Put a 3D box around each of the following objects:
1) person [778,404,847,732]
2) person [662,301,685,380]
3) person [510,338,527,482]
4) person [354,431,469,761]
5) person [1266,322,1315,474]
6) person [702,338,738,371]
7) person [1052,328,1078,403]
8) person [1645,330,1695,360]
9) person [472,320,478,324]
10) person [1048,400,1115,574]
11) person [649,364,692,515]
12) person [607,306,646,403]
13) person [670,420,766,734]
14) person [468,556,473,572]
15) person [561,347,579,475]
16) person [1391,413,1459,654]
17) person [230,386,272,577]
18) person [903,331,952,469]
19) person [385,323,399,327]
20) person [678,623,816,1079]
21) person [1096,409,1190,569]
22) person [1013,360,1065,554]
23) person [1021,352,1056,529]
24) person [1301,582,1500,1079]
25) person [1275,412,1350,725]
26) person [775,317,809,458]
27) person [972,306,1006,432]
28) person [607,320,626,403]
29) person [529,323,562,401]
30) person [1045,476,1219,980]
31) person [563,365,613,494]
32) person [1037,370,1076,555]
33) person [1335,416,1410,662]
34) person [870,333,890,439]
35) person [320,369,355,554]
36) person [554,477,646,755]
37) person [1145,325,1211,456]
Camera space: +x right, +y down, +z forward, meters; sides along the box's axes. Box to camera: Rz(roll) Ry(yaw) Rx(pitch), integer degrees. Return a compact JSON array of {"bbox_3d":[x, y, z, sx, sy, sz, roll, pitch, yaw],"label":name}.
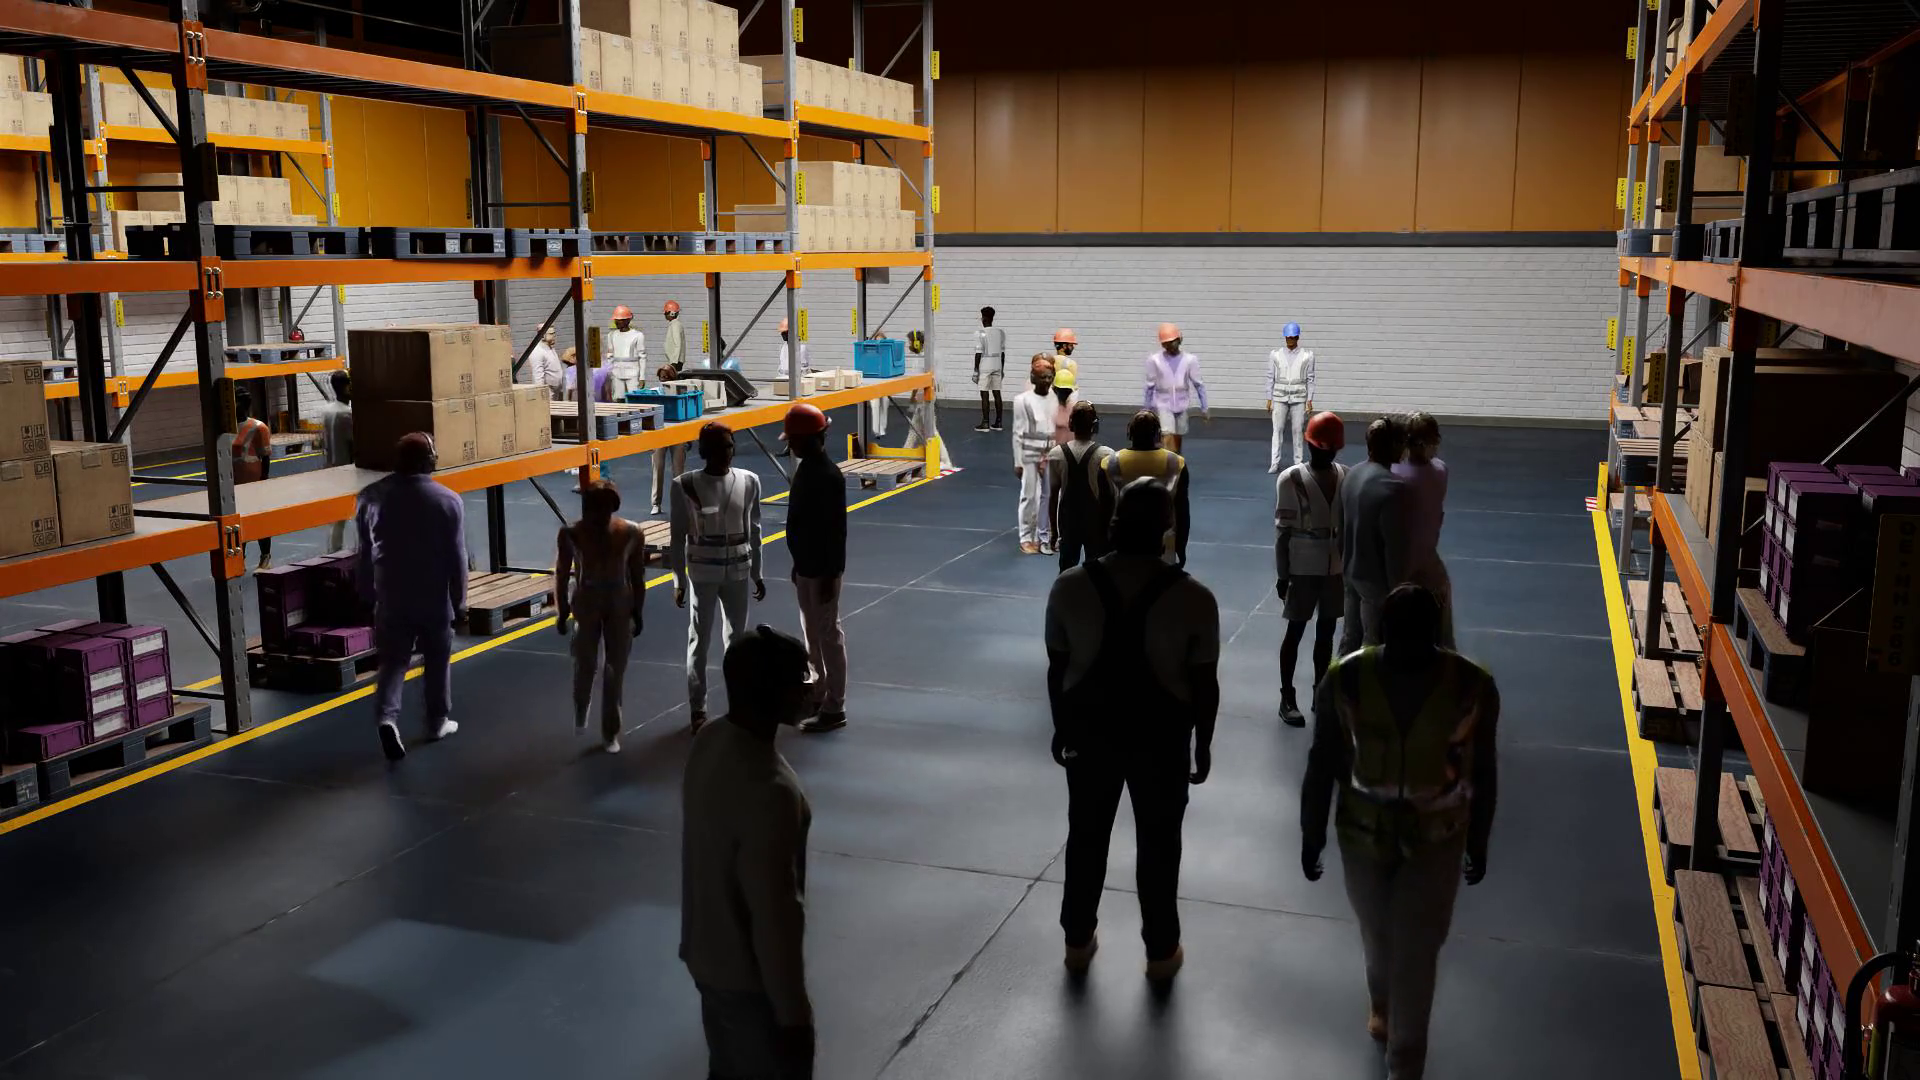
[{"bbox_3d":[-0.890,0.163,10.062,0.397,1.984,0.608,-5,11,-25],"label":"person"},{"bbox_3d":[-4.782,-2.998,27.831,0.381,1.994,0.615,-2,10,-13],"label":"person"},{"bbox_3d":[-5.682,-1.670,20.570,0.597,1.916,0.371,7,12,35],"label":"person"},{"bbox_3d":[-3.140,0.312,9.534,0.670,1.869,0.834,0,10,0],"label":"person"},{"bbox_3d":[4.215,-1.809,21.267,0.615,1.947,0.388,3,10,14],"label":"person"},{"bbox_3d":[-3.292,-1.959,22.881,0.545,1.675,0.419,1,10,4],"label":"person"},{"bbox_3d":[1.213,-1.556,19.880,0.375,1.934,0.547,-9,13,-41],"label":"person"},{"bbox_3d":[8.749,-1.664,20.585,0.638,1.903,0.408,2,10,11],"label":"person"},{"bbox_3d":[-6.357,-2.040,22.635,0.633,1.940,1.060,5,11,28],"label":"person"},{"bbox_3d":[0.868,-0.059,11.704,0.504,1.847,0.345,3,11,18],"label":"person"},{"bbox_3d":[-3.170,-1.089,18.091,0.513,1.637,0.313,-2,10,-9],"label":"person"},{"bbox_3d":[-4.909,-2.414,24.414,0.613,2.039,0.388,3,11,18],"label":"person"},{"bbox_3d":[-1.452,0.221,10.018,0.586,1.882,0.343,-5,11,-27],"label":"person"},{"bbox_3d":[-4.514,-0.408,14.110,0.487,1.696,0.931,4,11,21],"label":"person"},{"bbox_3d":[-4.935,-1.653,21.277,0.282,1.633,0.498,-6,12,-30],"label":"person"},{"bbox_3d":[2.892,0.163,10.333,0.638,1.885,1.011,-7,12,-34],"label":"person"},{"bbox_3d":[-6.332,-0.519,14.708,0.529,1.697,0.321,2,10,13],"label":"person"},{"bbox_3d":[-0.531,-1.821,21.744,0.984,1.804,0.549,3,10,15],"label":"person"},{"bbox_3d":[-7.399,-1.885,21.813,0.642,1.908,0.407,2,10,13],"label":"person"},{"bbox_3d":[-0.568,1.173,4.543,0.374,1.930,0.630,-5,11,-24],"label":"person"},{"bbox_3d":[1.220,0.047,11.117,0.621,1.845,0.429,1,10,5],"label":"person"},{"bbox_3d":[0.737,-0.771,15.703,0.586,1.855,0.477,-6,12,-29],"label":"person"},{"bbox_3d":[0.851,-0.987,16.937,0.429,1.845,0.627,-3,11,-18],"label":"person"},{"bbox_3d":[1.523,1.016,5.809,0.644,1.795,0.973,4,11,19],"label":"person"},{"bbox_3d":[2.194,0.173,10.164,0.553,1.925,0.370,-4,11,-19],"label":"person"},{"bbox_3d":[-2.325,-2.084,22.845,0.369,1.935,0.552,-10,14,-44],"label":"person"},{"bbox_3d":[0.453,-2.686,26.163,0.609,1.961,0.367,-7,12,-35],"label":"person"},{"bbox_3d":[-5.455,-2.656,26.591,0.400,1.755,0.530,2,10,8],"label":"person"},{"bbox_3d":[-5.403,-1.891,21.849,0.409,1.909,0.639,0,10,1],"label":"person"},{"bbox_3d":[0.698,0.735,6.679,0.689,2.000,0.536,3,10,15],"label":"person"},{"bbox_3d":[-4.435,-1.478,19.856,0.579,1.794,0.994,4,11,19],"label":"person"},{"bbox_3d":[0.963,-0.737,15.769,0.529,1.759,0.335,-7,12,-33],"label":"person"},{"bbox_3d":[2.419,0.245,9.731,0.371,1.939,0.629,-3,10,-16],"label":"person"},{"bbox_3d":[-1.206,-2.353,25.318,0.534,1.589,0.857,-1,10,-6],"label":"person"},{"bbox_3d":[-5.345,-0.573,14.615,0.532,1.845,0.621,6,12,30],"label":"person"},{"bbox_3d":[-2.073,0.426,9.613,0.516,1.619,0.439,-3,11,-17],"label":"person"},{"bbox_3d":[2.600,-1.564,19.780,0.766,1.969,1.042,0,10,2],"label":"person"}]
